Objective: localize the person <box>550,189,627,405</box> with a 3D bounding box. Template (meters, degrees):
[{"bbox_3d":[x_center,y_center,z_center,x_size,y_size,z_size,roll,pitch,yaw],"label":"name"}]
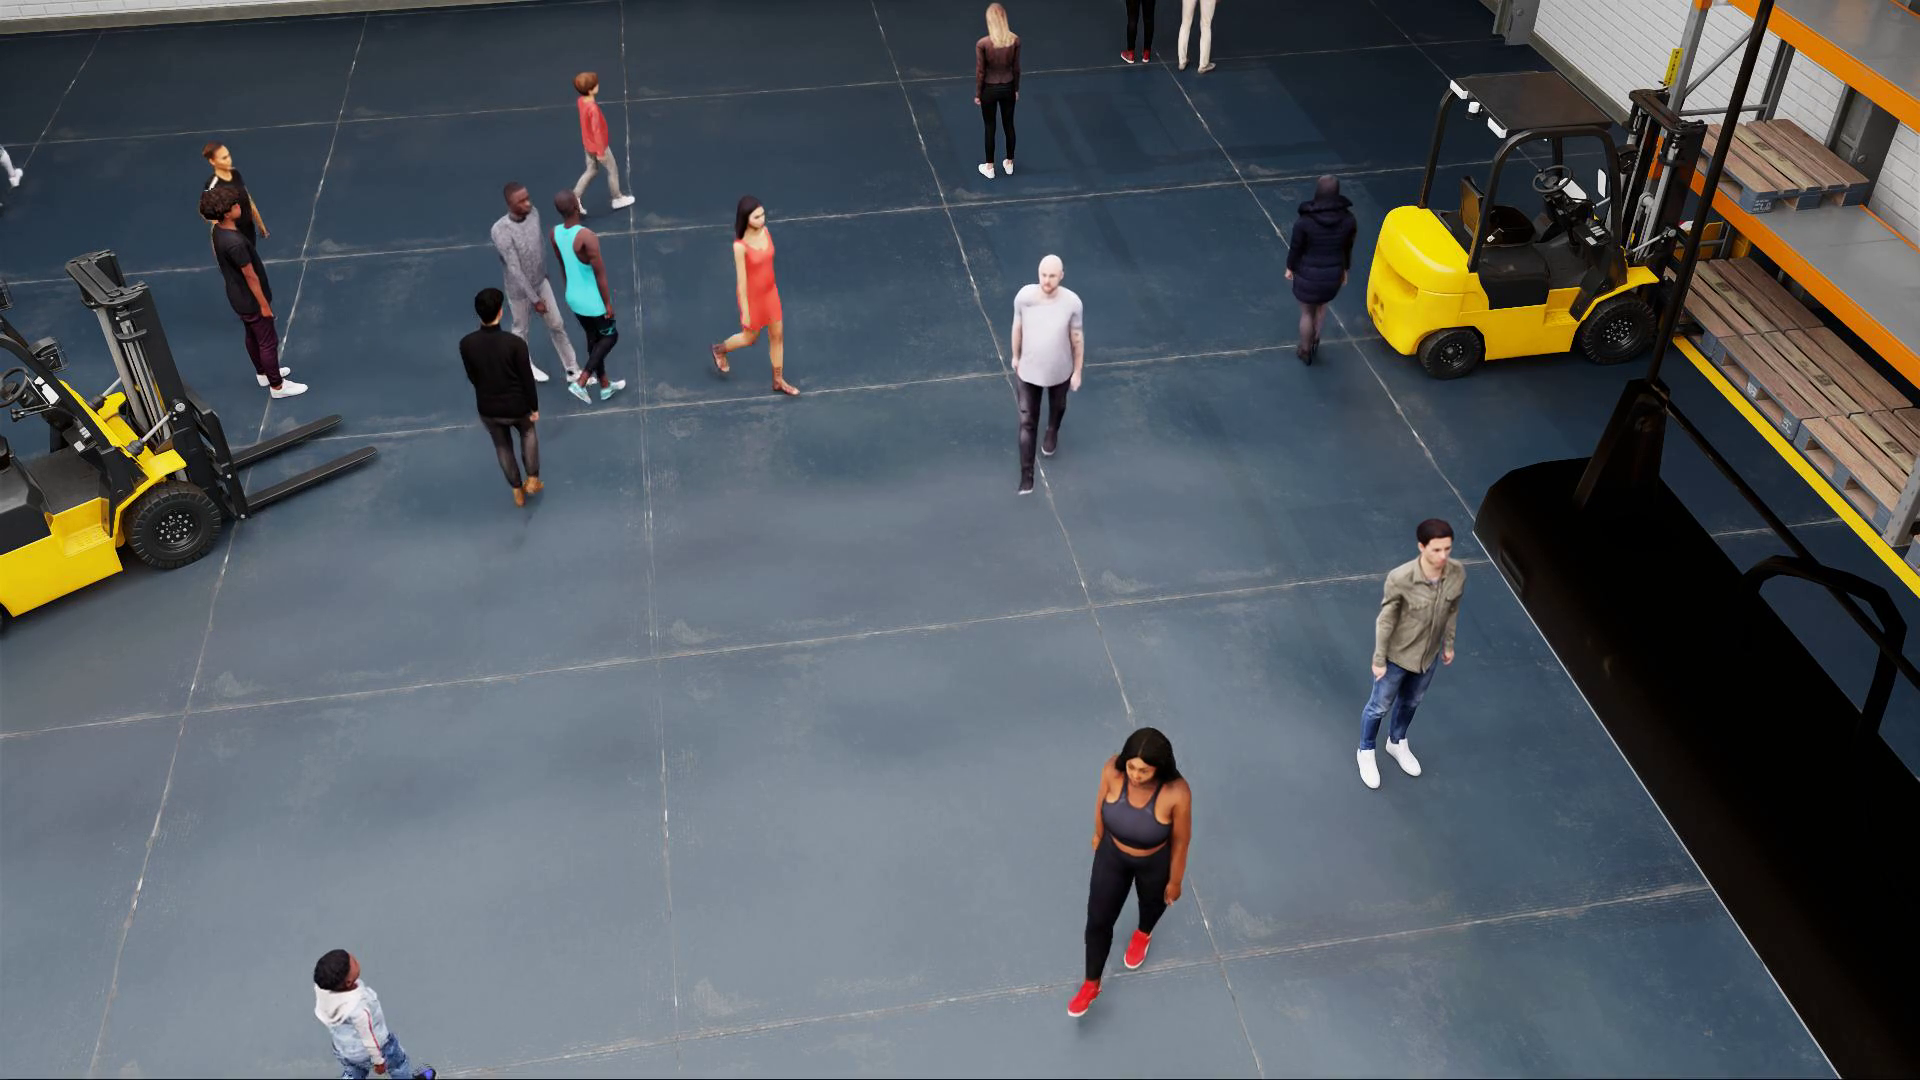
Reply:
[{"bbox_3d":[-2.948,-1.813,12.863,0.919,1.791,0.983,23,44,26],"label":"person"}]

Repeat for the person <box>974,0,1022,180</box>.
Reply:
[{"bbox_3d":[0.368,-4.340,16.096,0.638,1.705,0.552,-12,40,-15],"label":"person"}]

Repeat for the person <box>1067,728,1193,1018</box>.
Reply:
[{"bbox_3d":[0.954,1.577,8.618,1.007,1.791,1.131,15,41,18],"label":"person"}]

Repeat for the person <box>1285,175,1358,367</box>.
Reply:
[{"bbox_3d":[2.901,-2.112,13.341,0.683,1.663,0.656,-3,39,-4],"label":"person"}]

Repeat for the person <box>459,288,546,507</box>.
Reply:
[{"bbox_3d":[-3.267,-0.957,11.857,0.644,1.709,0.597,-3,39,-3],"label":"person"}]

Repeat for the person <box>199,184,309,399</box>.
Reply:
[{"bbox_3d":[-5.586,-1.954,13.045,0.779,1.784,0.675,-27,46,-30],"label":"person"}]

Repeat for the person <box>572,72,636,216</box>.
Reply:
[{"bbox_3d":[-3.462,-3.672,15.513,0.837,1.390,0.915,-25,45,-28],"label":"person"}]

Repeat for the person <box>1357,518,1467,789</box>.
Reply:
[{"bbox_3d":[2.626,0.635,9.738,0.732,1.865,0.631,-11,40,-14],"label":"person"}]

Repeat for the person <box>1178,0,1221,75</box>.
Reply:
[{"bbox_3d":[2.610,-6.015,18.080,0.732,1.848,0.763,18,42,21],"label":"person"}]

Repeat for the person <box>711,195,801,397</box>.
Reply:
[{"bbox_3d":[-1.666,-1.920,13.073,1.035,1.698,1.048,18,42,21],"label":"person"}]

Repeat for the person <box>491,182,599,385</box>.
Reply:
[{"bbox_3d":[-3.490,-2.014,13.104,1.084,1.805,1.046,21,43,24],"label":"person"}]

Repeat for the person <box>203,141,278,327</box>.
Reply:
[{"bbox_3d":[-6.103,-2.551,13.895,0.748,1.658,0.634,8,39,10],"label":"person"}]

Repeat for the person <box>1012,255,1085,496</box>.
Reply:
[{"bbox_3d":[0.650,-1.296,12.224,0.954,1.781,1.301,5,39,6],"label":"person"}]

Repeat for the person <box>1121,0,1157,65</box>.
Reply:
[{"bbox_3d":[2.007,-6.094,18.316,0.594,1.675,0.546,-5,39,-6],"label":"person"}]

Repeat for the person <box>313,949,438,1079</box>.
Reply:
[{"bbox_3d":[-2.929,2.432,7.988,0.813,1.243,0.883,22,44,25],"label":"person"}]
